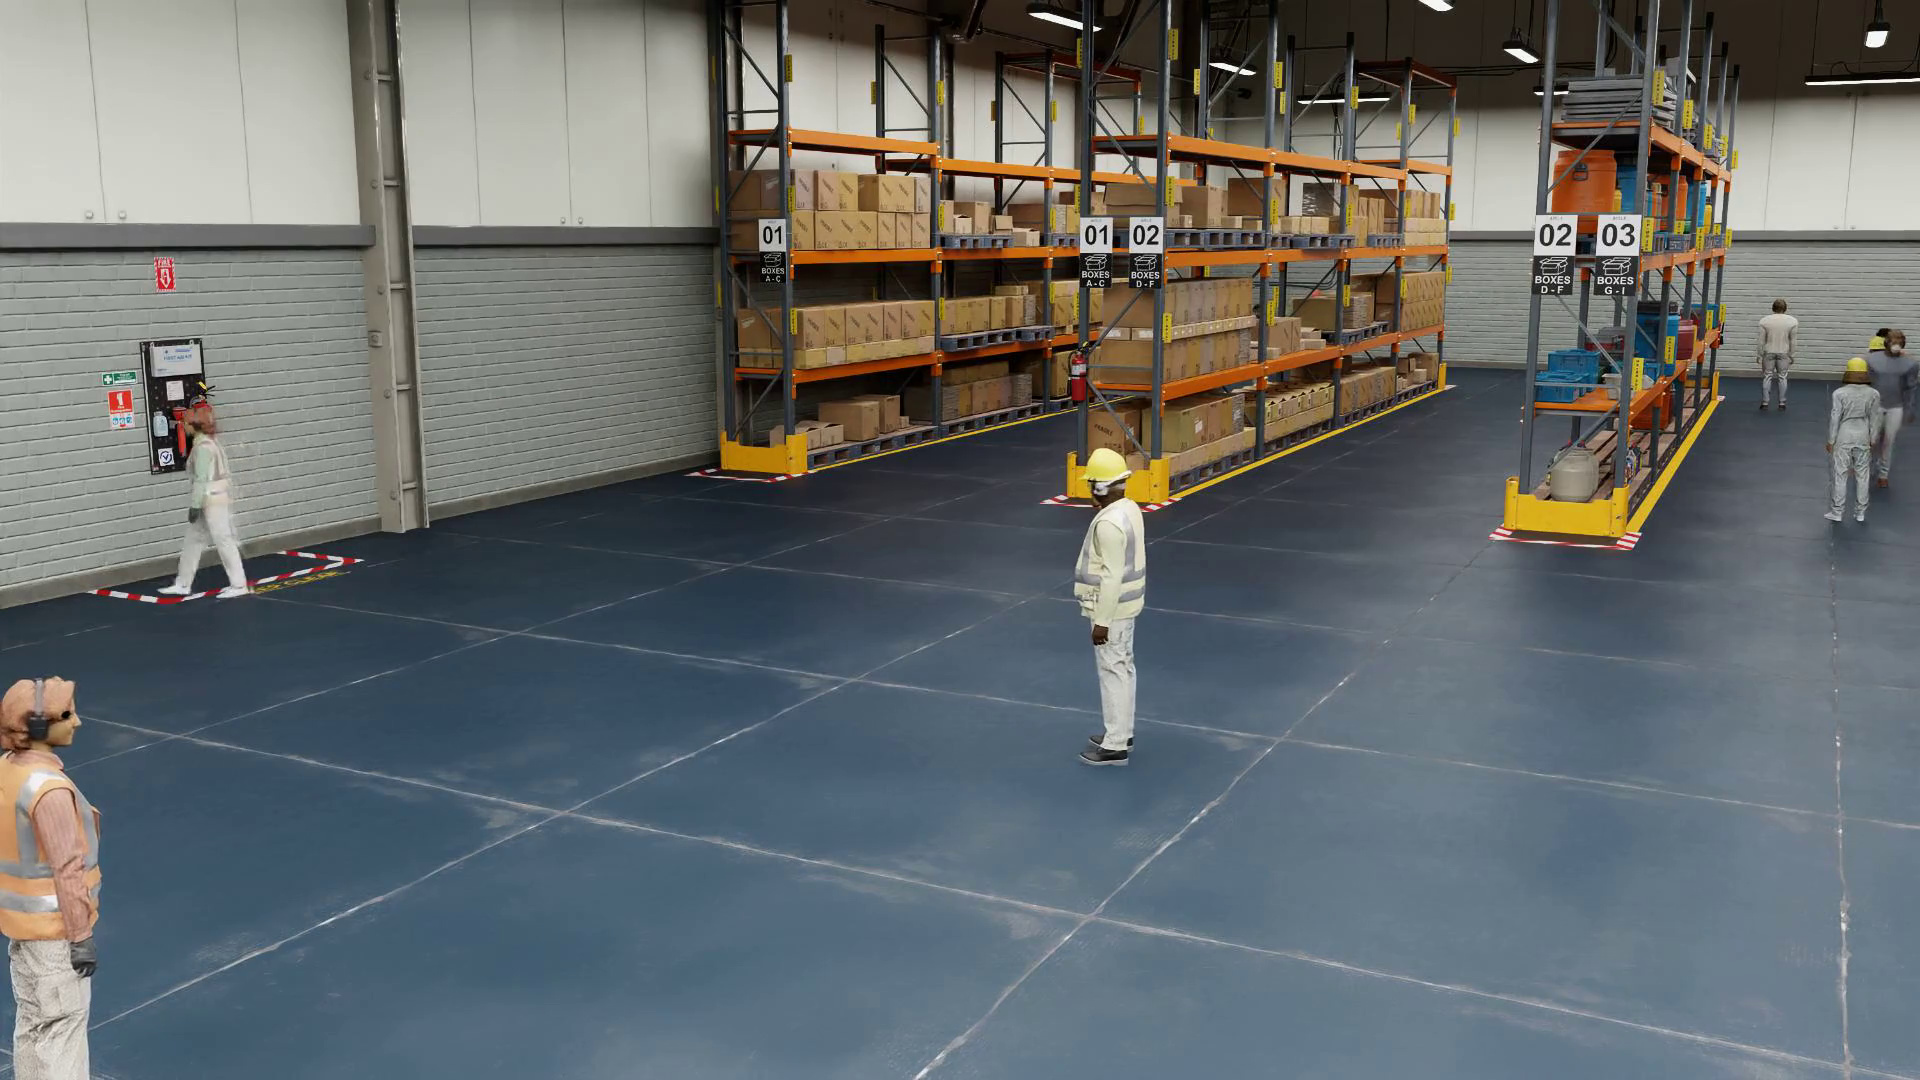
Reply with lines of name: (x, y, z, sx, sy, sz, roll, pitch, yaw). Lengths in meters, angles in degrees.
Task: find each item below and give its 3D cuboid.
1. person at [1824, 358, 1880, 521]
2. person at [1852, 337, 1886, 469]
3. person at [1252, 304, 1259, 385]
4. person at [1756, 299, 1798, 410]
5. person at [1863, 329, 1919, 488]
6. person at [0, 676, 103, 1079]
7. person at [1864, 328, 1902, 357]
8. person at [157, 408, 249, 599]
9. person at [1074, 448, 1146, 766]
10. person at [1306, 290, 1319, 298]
person: (9.503, -1.070, 17.742, 0.492, 1.740, 0.324, 1, 10, 5)
person: (12.026, -1.809, 21.813, 0.539, 1.723, 0.894, 9, 14, 41)
person: (5.323, -3.315, 29.761, 0.534, 1.828, 0.963, 7, 13, 34)
person: (14.193, -3.220, 28.936, 0.629, 1.937, 0.379, 4, 11, 22)
person: (11.122, -1.566, 19.952, 0.650, 1.918, 0.453, 4, 11, 19)
person: (-2.939, 1.248, 5.387, 0.521, 1.636, 0.311, 10, 14, 42)
person: (13.500, -2.268, 24.392, 0.550, 1.686, 0.370, 2, 11, 12)
person: (-6.363, -0.285, 13.820, 0.792, 1.606, 0.545, -5, 12, -25)
person: (0.858, 0.383, 9.577, 0.403, 1.828, 0.595, 3, 11, 17)
person: (6.517, -3.632, 30.958, 0.623, 2.006, 0.933, 5, 12, 27)
